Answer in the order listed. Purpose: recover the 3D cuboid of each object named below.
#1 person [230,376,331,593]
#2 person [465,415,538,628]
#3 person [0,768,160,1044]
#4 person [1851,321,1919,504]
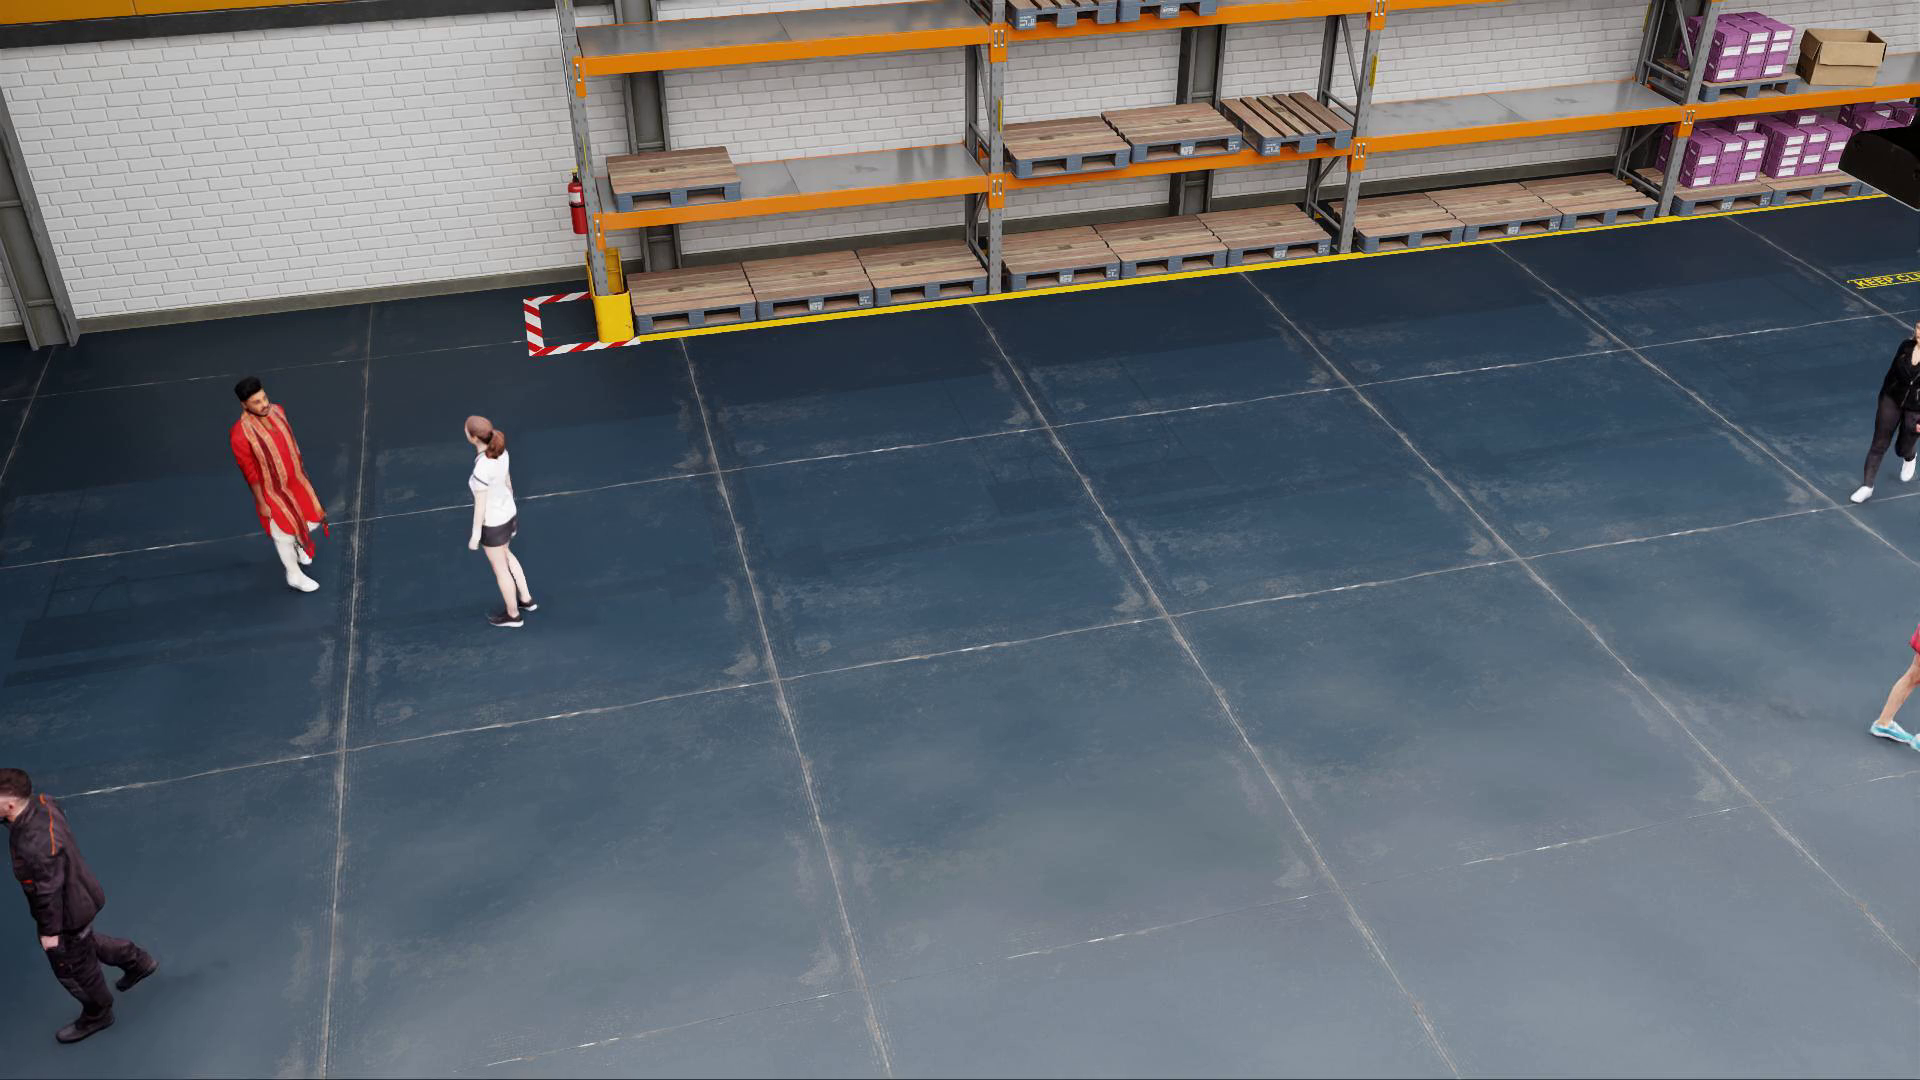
[{"bbox_3d":[-5.213,-0.444,12.511,1.000,1.861,0.938,11,35,16],"label":"person"},{"bbox_3d":[-3.330,-0.119,12.125,0.707,1.748,0.683,6,34,9],"label":"person"},{"bbox_3d":[-4.771,1.924,8.964,0.912,1.845,0.835,-17,37,-23],"label":"person"},{"bbox_3d":[7.801,-1.081,13.648,1.049,1.664,0.850,-24,40,-31],"label":"person"}]
